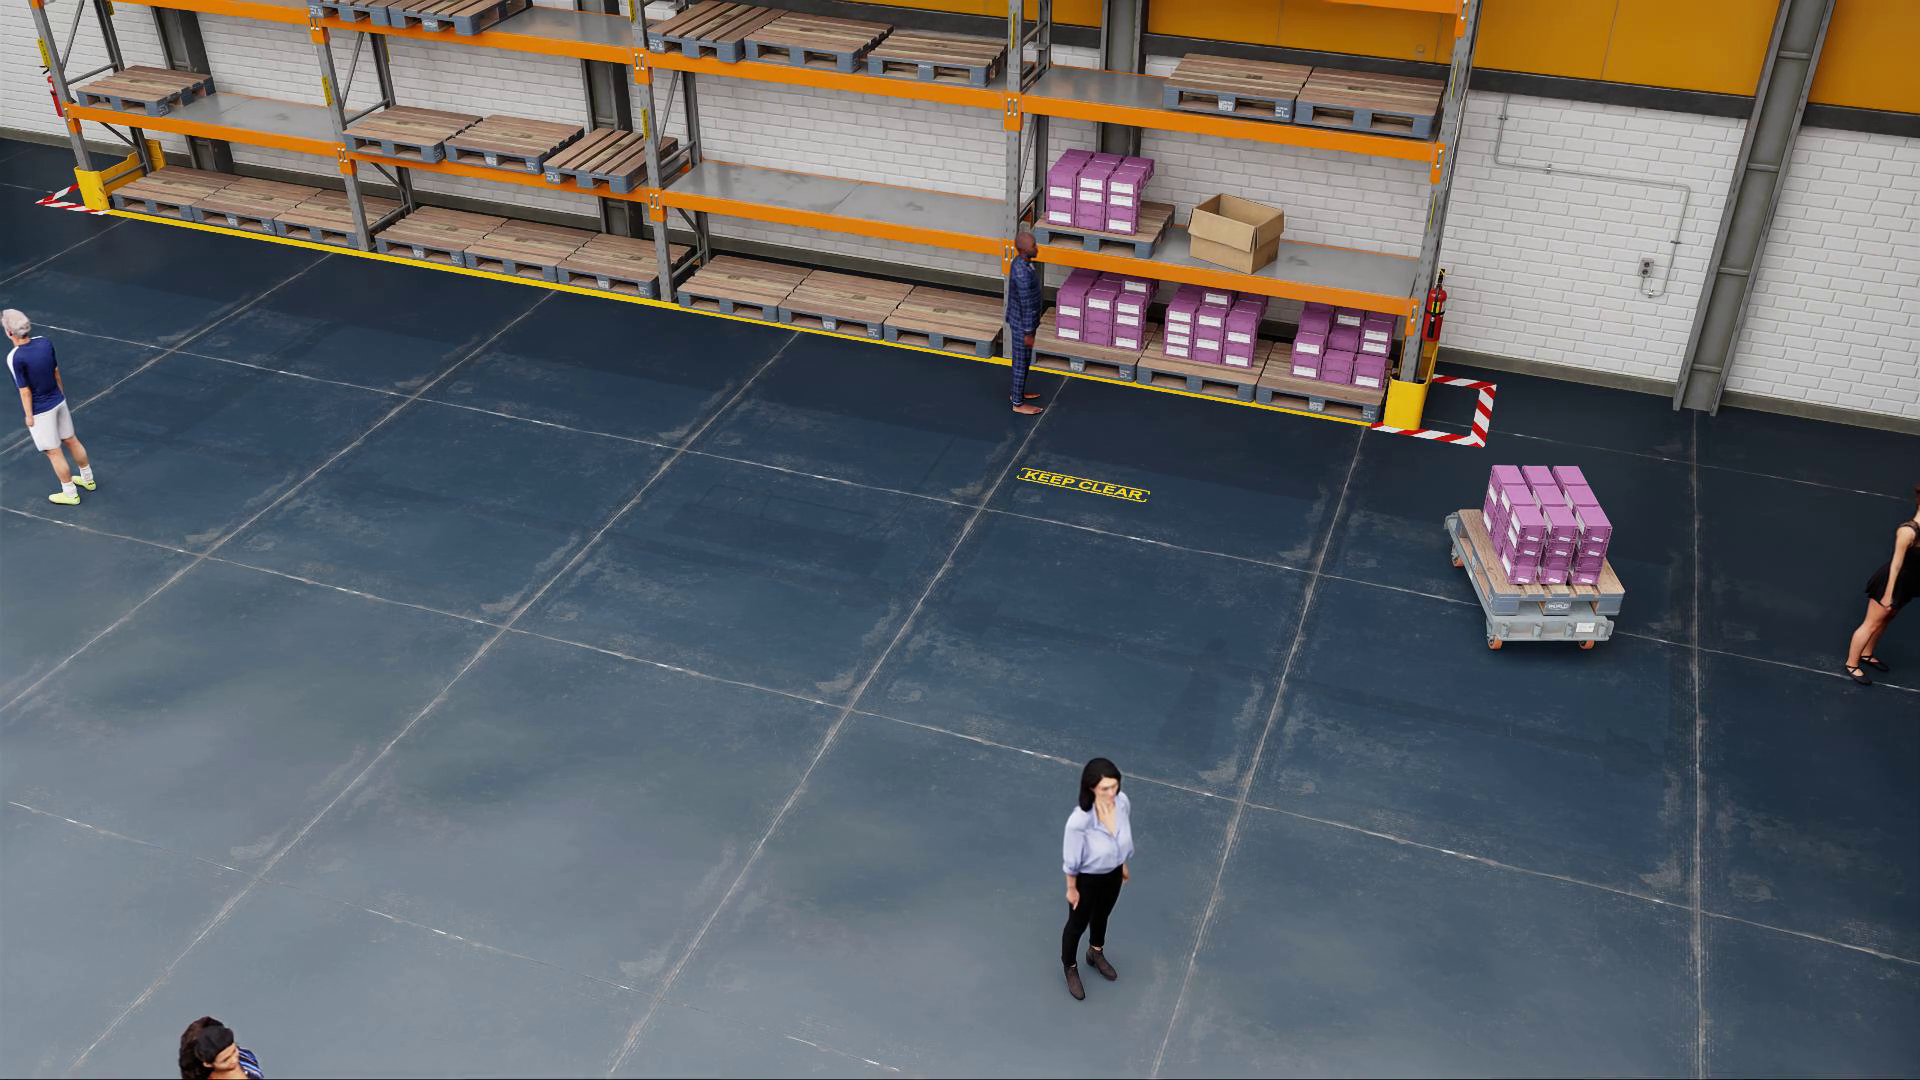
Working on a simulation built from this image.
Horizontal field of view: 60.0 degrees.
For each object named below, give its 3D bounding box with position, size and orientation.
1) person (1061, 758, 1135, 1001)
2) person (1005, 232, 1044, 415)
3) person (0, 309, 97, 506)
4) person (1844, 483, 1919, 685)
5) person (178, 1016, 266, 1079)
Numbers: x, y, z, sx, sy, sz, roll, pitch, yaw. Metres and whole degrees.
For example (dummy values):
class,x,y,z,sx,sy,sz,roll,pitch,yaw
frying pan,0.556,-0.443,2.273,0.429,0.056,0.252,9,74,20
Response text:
class,x,y,z,sx,sy,sz,roll,pitch,yaw
person,0.803,1.989,9.870,0.732,1.744,0.751,-21,39,-29
person,0.608,-2.102,15.957,0.731,1.820,0.742,-1,34,-1
person,-8.003,-1.175,14.545,0.585,1.838,0.663,7,34,10
person,7.029,0.309,12.460,0.681,1.675,0.718,-22,39,-29
person,-3.618,3.027,8.424,0.577,1.616,0.626,7,34,11
